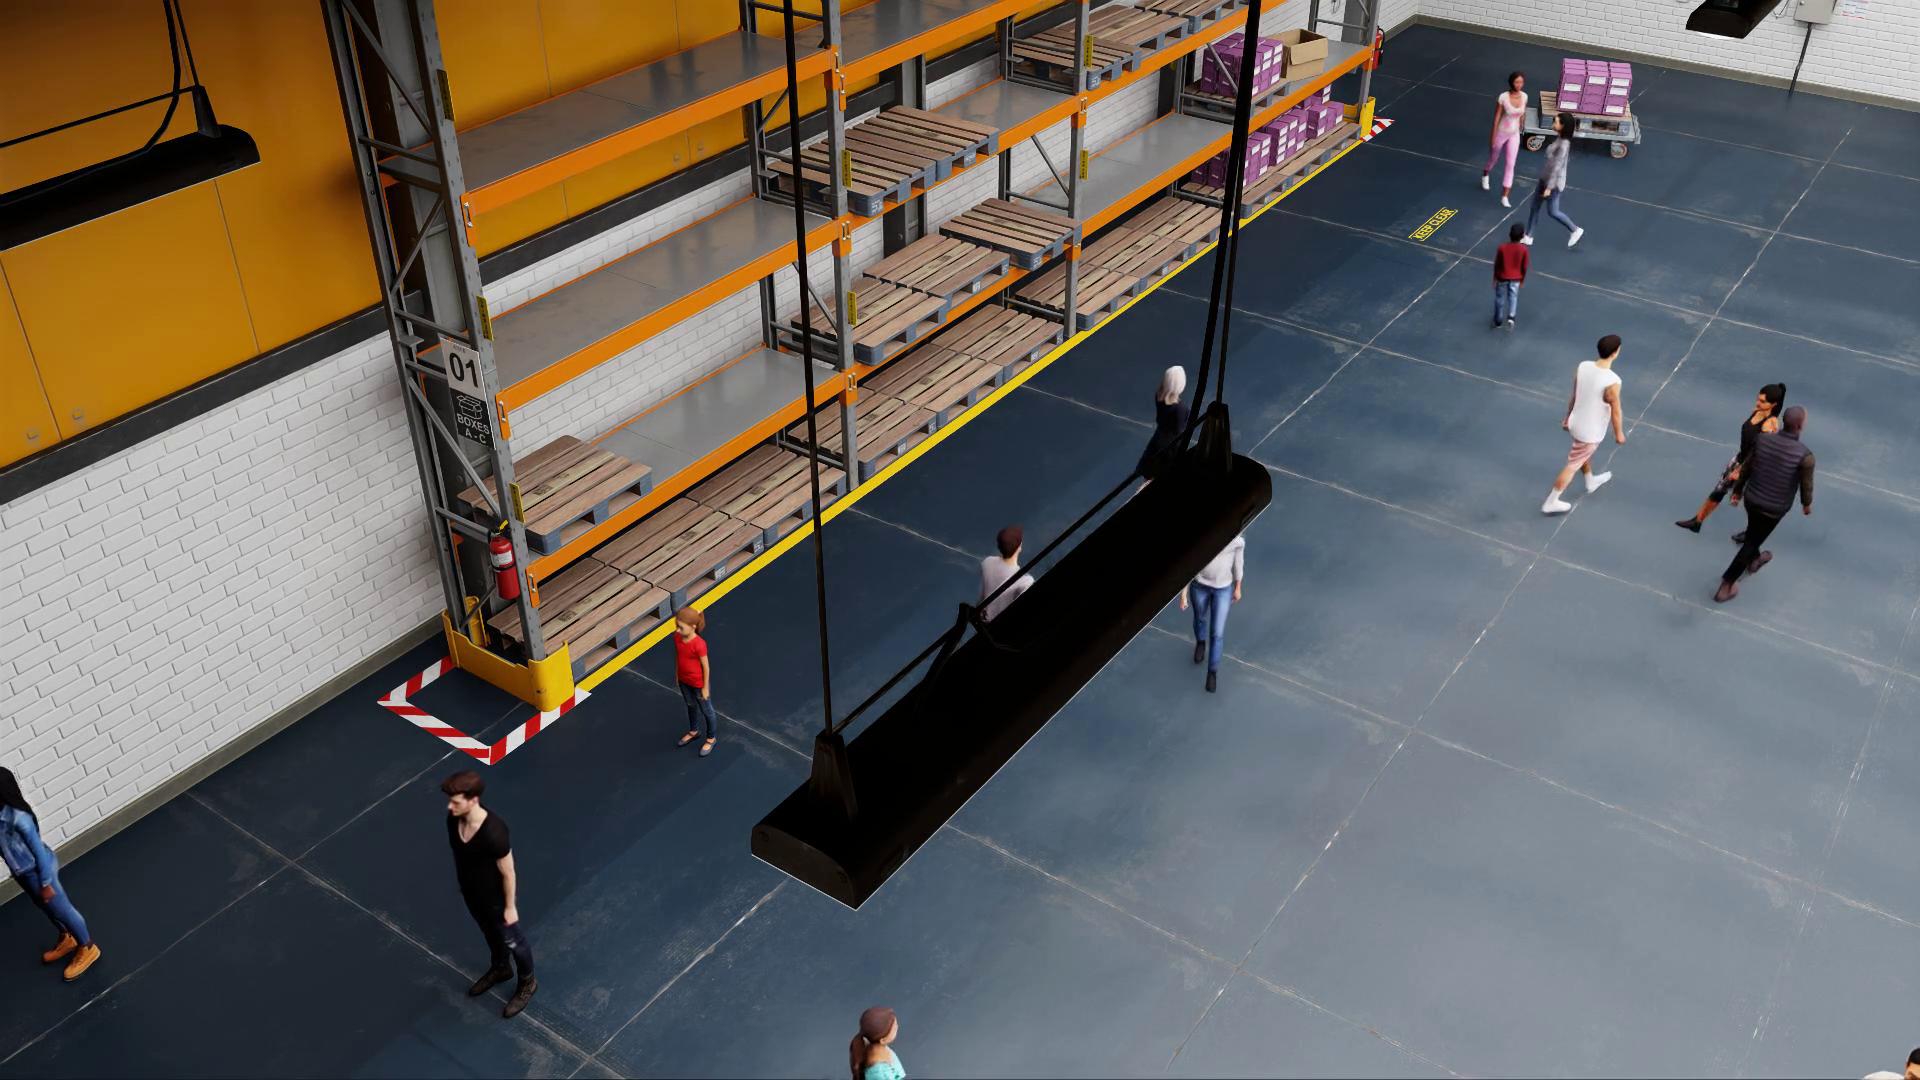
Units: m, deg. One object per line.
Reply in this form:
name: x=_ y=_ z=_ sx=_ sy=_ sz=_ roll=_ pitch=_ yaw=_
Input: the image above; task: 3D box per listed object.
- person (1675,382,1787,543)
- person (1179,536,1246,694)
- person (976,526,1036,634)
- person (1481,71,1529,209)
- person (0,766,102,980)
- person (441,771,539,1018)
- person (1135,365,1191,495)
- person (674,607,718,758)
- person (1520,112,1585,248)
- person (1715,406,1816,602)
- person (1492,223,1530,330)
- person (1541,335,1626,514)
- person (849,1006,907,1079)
person: x=7.180 y=-0.665 z=14.886 sx=0.998 sy=1.636 sz=1.002 roll=-1 pitch=34 yaw=-1
person: x=2.015 y=0.365 z=13.373 sx=0.891 sy=1.596 sz=1.074 roll=5 pitch=34 yaw=8
person: x=0.286 y=0.758 z=12.608 sx=1.261 sy=1.788 sz=0.896 roll=-24 pitch=40 yaw=-31
person: x=7.111 y=-5.299 z=21.800 sx=1.080 sy=1.700 sz=1.217 roll=-2 pitch=34 yaw=-3
person: x=-5.919 y=2.107 z=10.650 sx=0.605 sy=1.709 sz=0.531 roll=23 pitch=40 yaw=30
person: x=-2.934 y=2.173 z=10.383 sx=0.657 sy=1.896 sz=0.549 roll=23 pitch=40 yaw=30
person: x=1.800 y=-0.749 z=14.945 sx=1.195 sy=1.712 sz=0.883 roll=-19 pitch=38 yaw=-27
person: x=-2.010 y=1.047 z=12.605 sx=0.472 sy=1.310 sz=0.482 roll=23 pitch=40 yaw=30
person: x=7.346 y=-4.380 z=20.406 sx=1.004 sy=1.713 sz=1.070 roll=3 pitch=34 yaw=5
person: x=6.794 y=-0.269 z=14.150 sx=1.226 sy=1.791 sz=0.990 roll=-19 pitch=38 yaw=-26
person: x=6.159 y=-2.930 z=18.645 sx=0.621 sy=1.246 sz=0.693 roll=6 pitch=34 yaw=8
person: x=5.700 y=-1.011 z=15.318 sx=1.188 sy=1.734 sz=1.046 roll=-11 pitch=35 yaw=-16
person: x=-0.538 y=3.182 z=9.184 sx=0.815 sy=1.541 sz=0.742 roll=-10 pitch=35 yaw=-15
